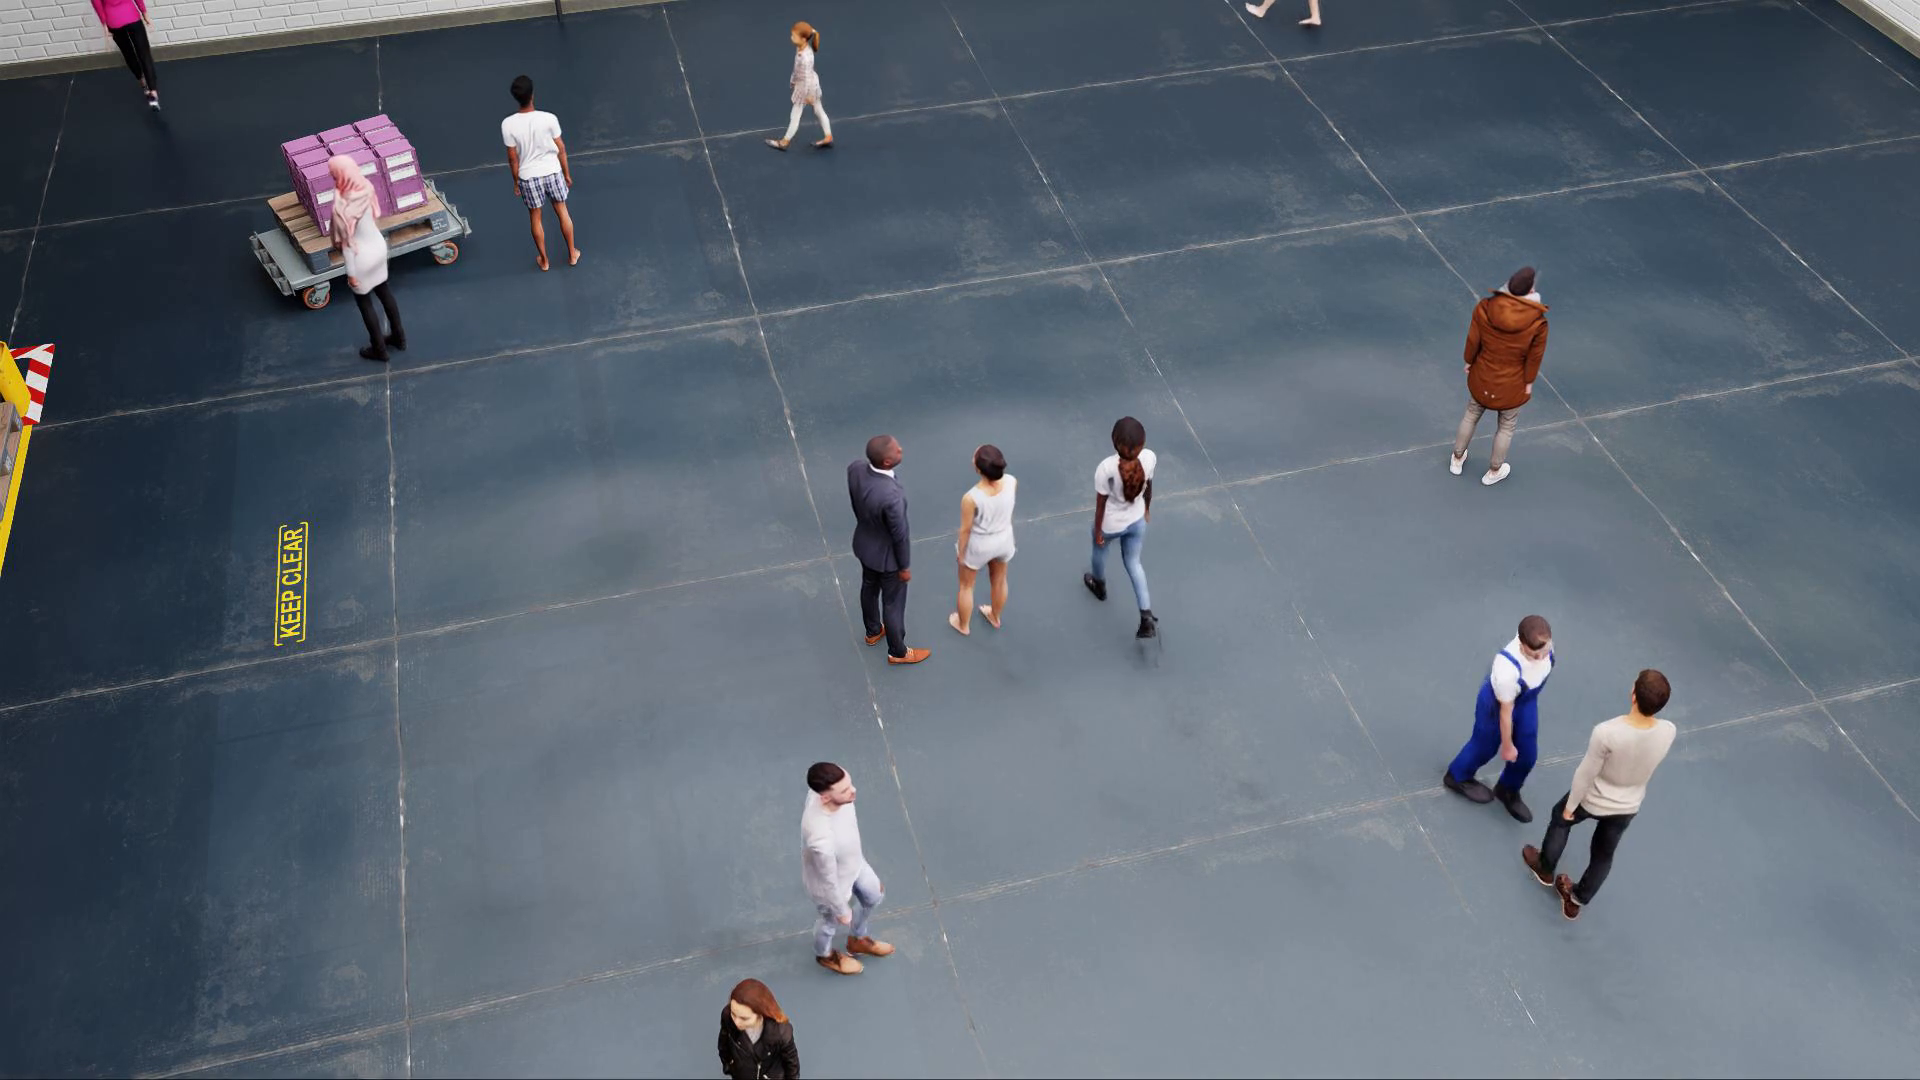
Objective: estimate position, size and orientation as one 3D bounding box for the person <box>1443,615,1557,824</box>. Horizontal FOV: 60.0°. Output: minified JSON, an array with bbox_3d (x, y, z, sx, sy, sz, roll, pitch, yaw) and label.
[{"bbox_3d":[3.142,0.957,9.648,0.951,1.798,0.885,29,51,27],"label":"person"}]

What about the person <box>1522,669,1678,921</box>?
[{"bbox_3d":[3.558,1.476,9.068,0.746,1.846,0.813,-2,44,-2],"label":"person"}]

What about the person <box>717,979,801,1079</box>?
[{"bbox_3d":[-0.974,2.595,8.157,0.640,1.483,0.667,14,45,14],"label":"person"}]

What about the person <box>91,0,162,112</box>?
[{"bbox_3d":[-7.968,-4.894,15.885,0.711,1.667,1.152,-17,46,-17],"label":"person"}]

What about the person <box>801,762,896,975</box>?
[{"bbox_3d":[-0.742,1.742,8.805,0.887,1.824,0.763,5,44,5],"label":"person"}]

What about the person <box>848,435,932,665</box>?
[{"bbox_3d":[-0.486,0.056,10.575,0.823,1.823,0.671,-25,49,-24],"label":"person"}]

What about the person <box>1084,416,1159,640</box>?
[{"bbox_3d":[1.083,-0.059,10.791,0.702,1.692,1.113,-16,46,-16],"label":"person"}]

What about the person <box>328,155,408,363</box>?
[{"bbox_3d":[-4.589,-2.204,12.965,0.821,1.800,0.745,15,46,15],"label":"person"}]

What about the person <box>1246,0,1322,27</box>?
[{"bbox_3d":[3.578,-6.038,17.129,1.082,1.607,1.062,18,47,18],"label":"person"}]

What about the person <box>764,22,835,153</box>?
[{"bbox_3d":[-1.344,-4.194,15.428,0.715,1.283,0.857,-1,44,-1],"label":"person"}]

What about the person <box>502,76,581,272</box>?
[{"bbox_3d":[-3.507,-3.044,13.899,0.626,1.728,0.505,-11,45,-11],"label":"person"}]

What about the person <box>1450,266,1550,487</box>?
[{"bbox_3d":[3.851,-1.173,11.855,0.848,1.838,0.917,26,49,25],"label":"person"}]

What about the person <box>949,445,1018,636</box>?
[{"bbox_3d":[0.205,0.021,10.769,0.646,1.607,0.686,-21,47,-20],"label":"person"}]
